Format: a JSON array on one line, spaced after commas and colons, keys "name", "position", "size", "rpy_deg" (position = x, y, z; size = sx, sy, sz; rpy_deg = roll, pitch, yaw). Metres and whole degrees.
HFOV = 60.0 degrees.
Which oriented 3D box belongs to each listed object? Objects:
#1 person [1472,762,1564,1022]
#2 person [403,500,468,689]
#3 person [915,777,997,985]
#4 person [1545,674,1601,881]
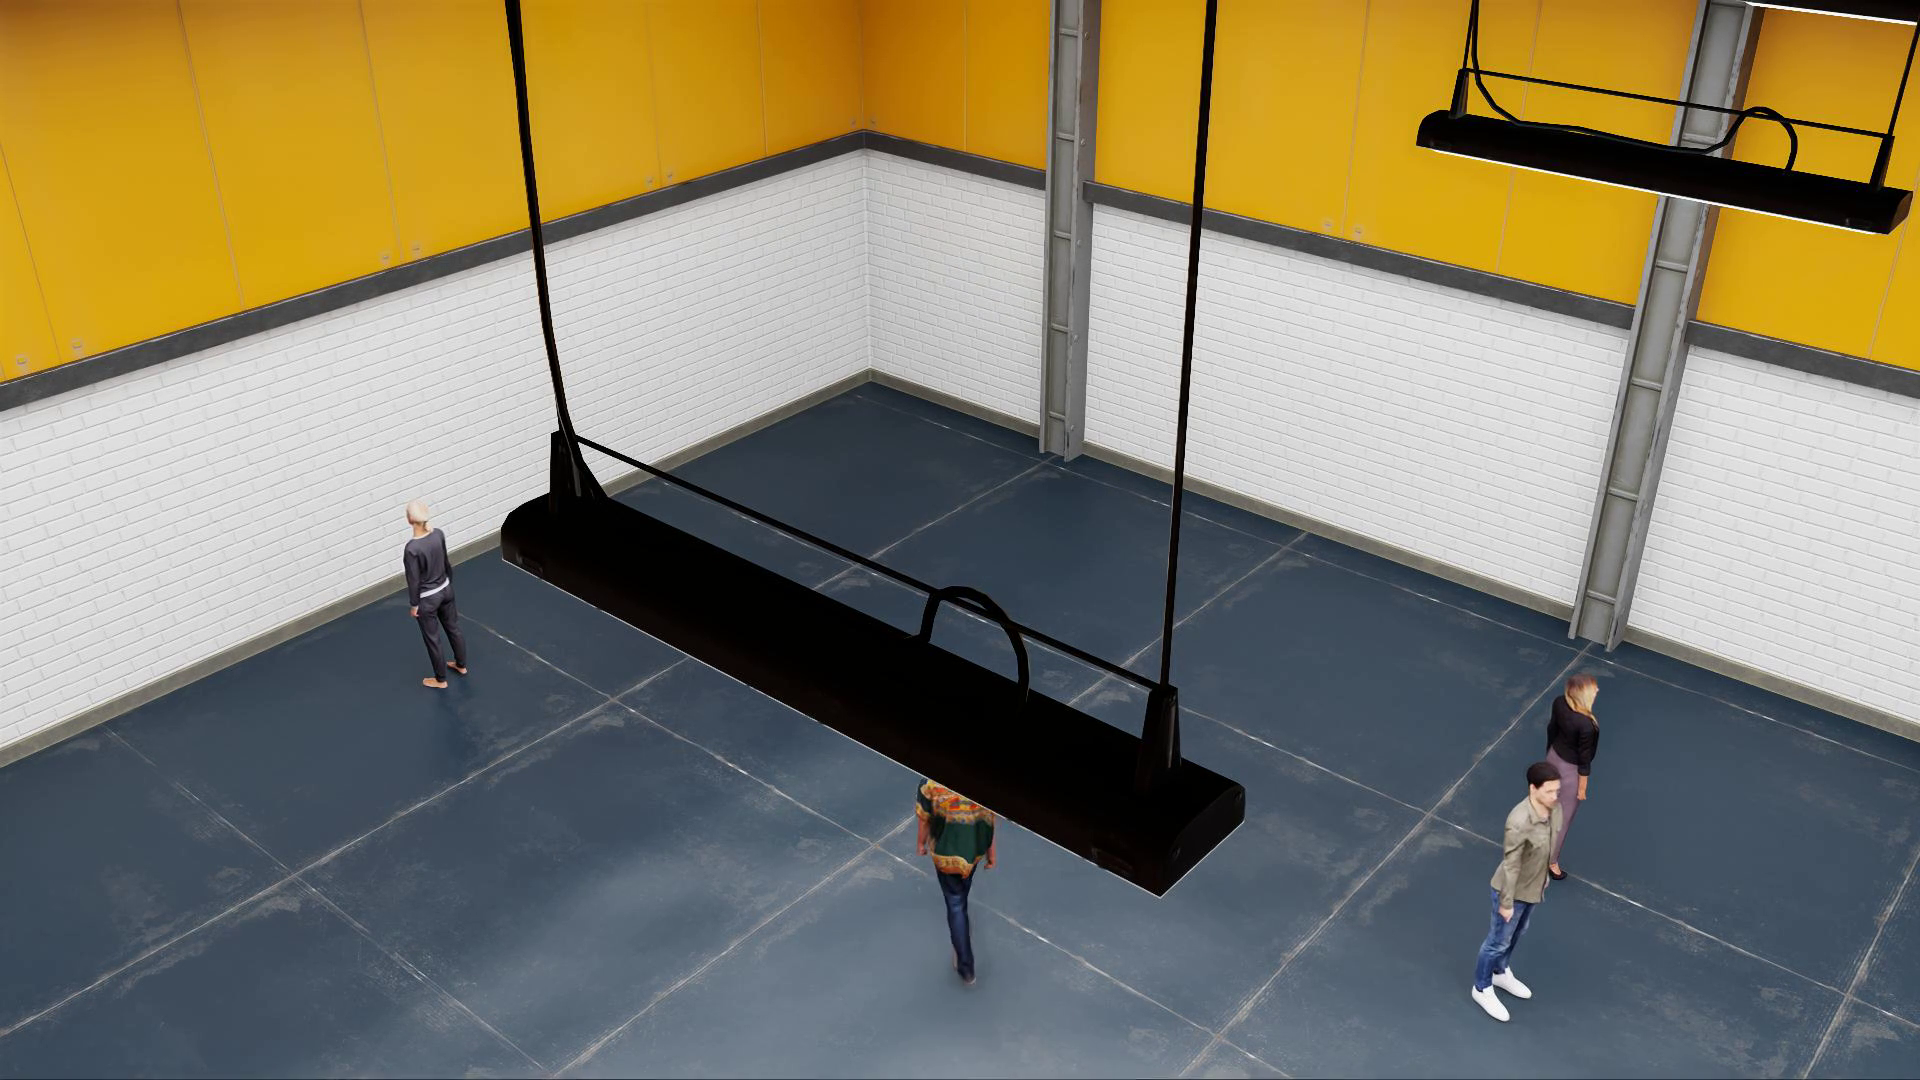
[{"name": "person", "position": [3.554, 2.188, 10.587], "size": [0.728, 1.867, 0.611], "rpy_deg": [-24, 37, -37]}, {"name": "person", "position": [-4.425, 0.435, 13.949], "size": [0.575, 1.726, 0.639], "rpy_deg": [15, 32, 26]}, {"name": "person", "position": [0.008, 2.086, 10.892], "size": [1.134, 1.754, 1.293], "rpy_deg": [-7, 29, -13]}, {"name": "person", "position": [4.267, 1.654, 11.771], "size": [0.748, 1.671, 0.653], "rpy_deg": [-8, 30, -14]}]
